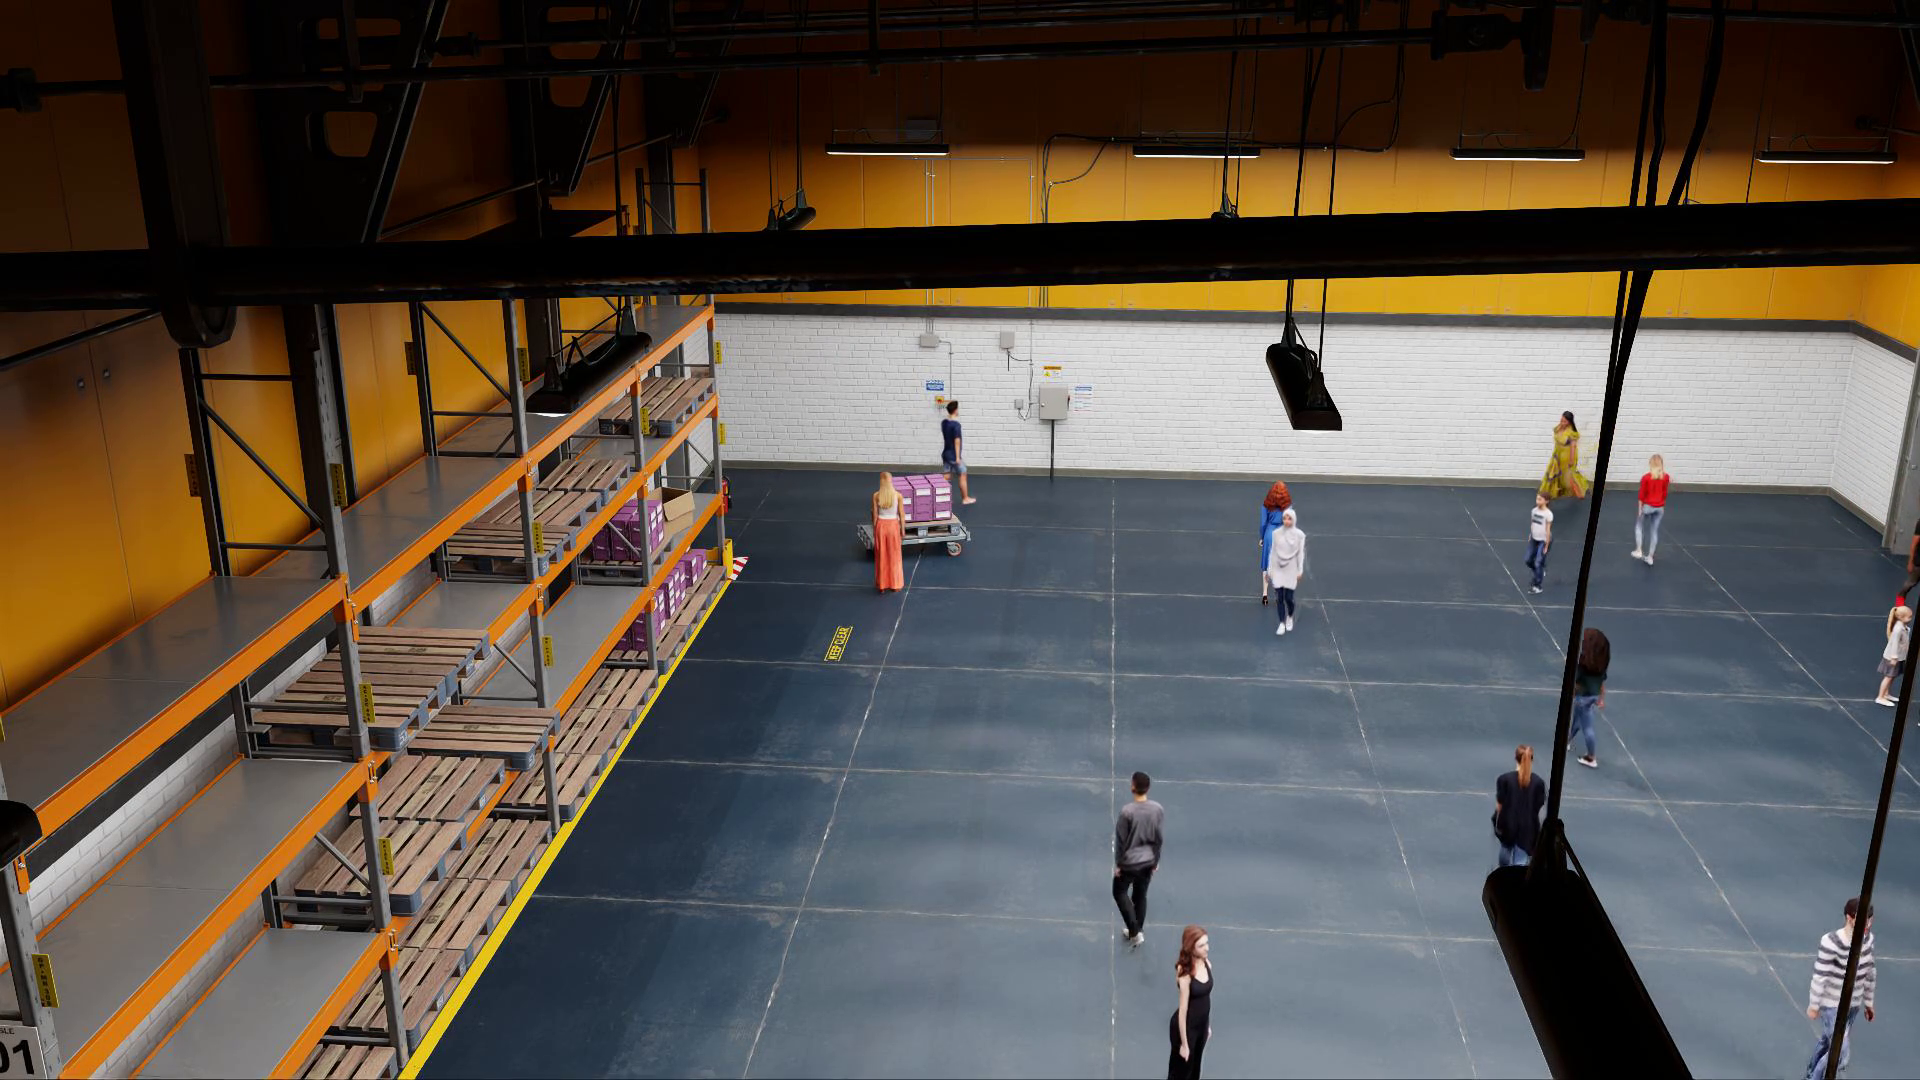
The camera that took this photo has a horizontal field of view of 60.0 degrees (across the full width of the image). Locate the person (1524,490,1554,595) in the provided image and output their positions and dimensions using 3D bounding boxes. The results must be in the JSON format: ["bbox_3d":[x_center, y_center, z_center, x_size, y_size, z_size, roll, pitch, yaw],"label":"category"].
[{"bbox_3d":[8.479,0.012,24.139,0.759,1.549,0.713,-10,21,-28],"label":"person"}]

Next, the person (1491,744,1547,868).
[{"bbox_3d":[5.304,2.781,15.790,0.793,1.630,1.195,6,19,16],"label":"person"}]

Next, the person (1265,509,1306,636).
[{"bbox_3d":[4.435,0.415,22.603,0.717,1.765,0.743,9,20,24],"label":"person"}]

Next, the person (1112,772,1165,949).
[{"bbox_3d":[1.627,2.955,15.078,0.768,1.755,0.848,-6,20,-17],"label":"person"}]

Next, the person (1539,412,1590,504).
[{"bbox_3d":[10.288,-1.390,28.204,1.276,1.612,1.294,-10,21,-28],"label":"person"}]

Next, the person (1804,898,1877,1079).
[{"bbox_3d":[6.838,3.583,13.081,0.787,1.838,0.828,-8,20,-23],"label":"person"}]

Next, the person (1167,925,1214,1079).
[{"bbox_3d":[1.756,3.732,12.782,0.727,1.747,0.630,14,23,36],"label":"person"}]

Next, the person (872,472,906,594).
[{"bbox_3d":[-1.049,-0.115,24.121,0.627,1.801,0.583,2,19,7],"label":"person"}]

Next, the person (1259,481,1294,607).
[{"bbox_3d":[4.465,0.056,23.574,0.675,1.827,0.653,6,20,18],"label":"person"}]

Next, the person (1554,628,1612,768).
[{"bbox_3d":[7.127,1.803,18.757,0.884,1.590,1.013,-11,21,-29],"label":"person"}]

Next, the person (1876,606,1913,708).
[{"bbox_3d":[11.476,1.406,20.428,0.660,1.276,0.586,15,24,37],"label":"person"}]

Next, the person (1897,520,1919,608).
[{"bbox_3d":[13.365,0.258,23.046,0.662,1.780,1.166,2,19,5],"label":"person"}]

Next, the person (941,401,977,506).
[{"bbox_3d":[-0.195,-1.401,27.920,1.129,1.813,1.079,-14,23,-36],"label":"person"}]

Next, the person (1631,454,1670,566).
[{"bbox_3d":[10.543,-0.439,25.266,0.639,1.685,0.693,1,19,3],"label":"person"}]
